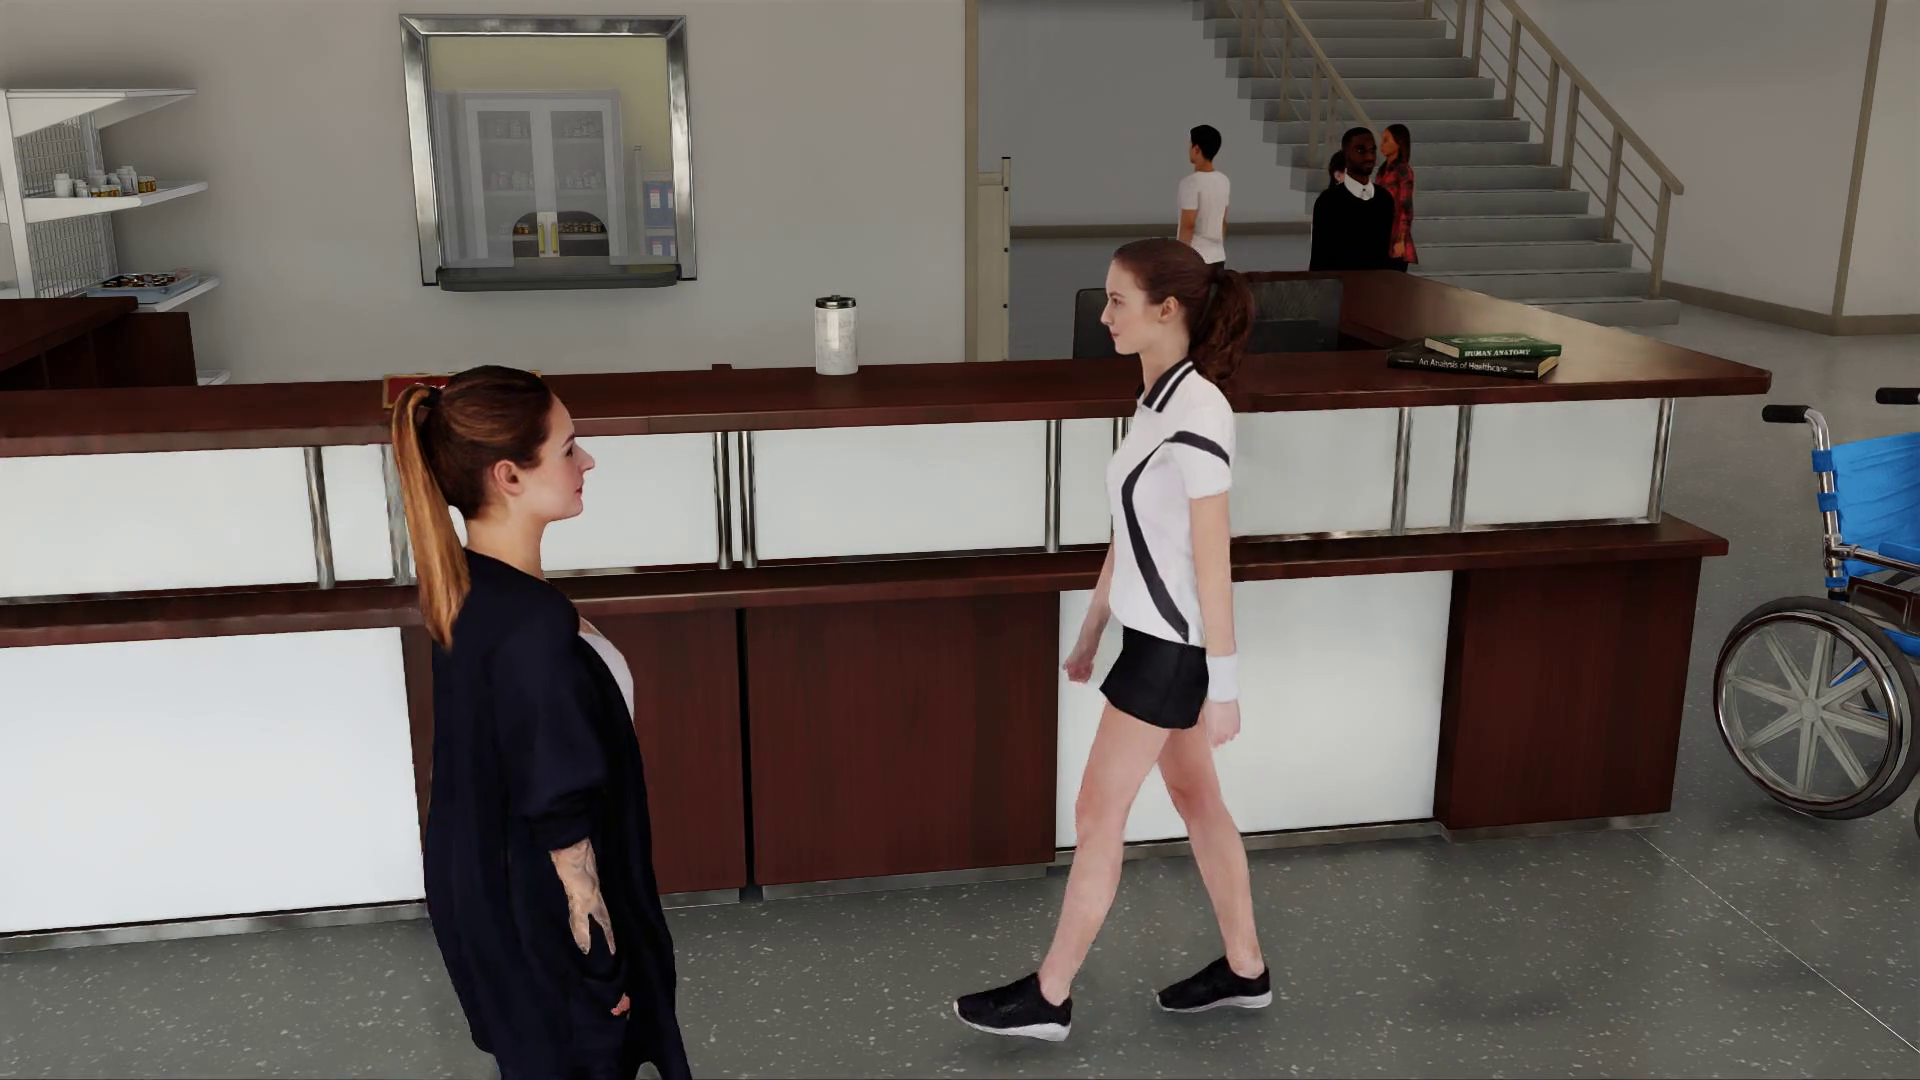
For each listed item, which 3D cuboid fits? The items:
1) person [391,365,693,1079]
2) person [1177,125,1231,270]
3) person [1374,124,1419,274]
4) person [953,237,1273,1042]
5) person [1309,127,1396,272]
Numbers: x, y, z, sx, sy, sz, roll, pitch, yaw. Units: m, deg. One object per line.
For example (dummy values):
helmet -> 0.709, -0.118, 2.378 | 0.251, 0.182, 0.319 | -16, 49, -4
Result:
person -> -0.696, 0.582, 2.464 | 0.770, 1.673, 0.781 | -6, 17, -21
person -> 1.609, -1.892, 11.092 | 0.730, 1.722, 0.704 | 15, 21, 42
person -> 3.161, -2.186, 12.229 | 0.701, 1.702, 0.527 | -5, 16, -17
person -> 0.539, 0.252, 3.543 | 0.679, 1.723, 0.909 | -2, 16, -6
person -> 1.948, -1.155, 8.376 | 0.695, 1.809, 0.616 | -7, 17, -23
